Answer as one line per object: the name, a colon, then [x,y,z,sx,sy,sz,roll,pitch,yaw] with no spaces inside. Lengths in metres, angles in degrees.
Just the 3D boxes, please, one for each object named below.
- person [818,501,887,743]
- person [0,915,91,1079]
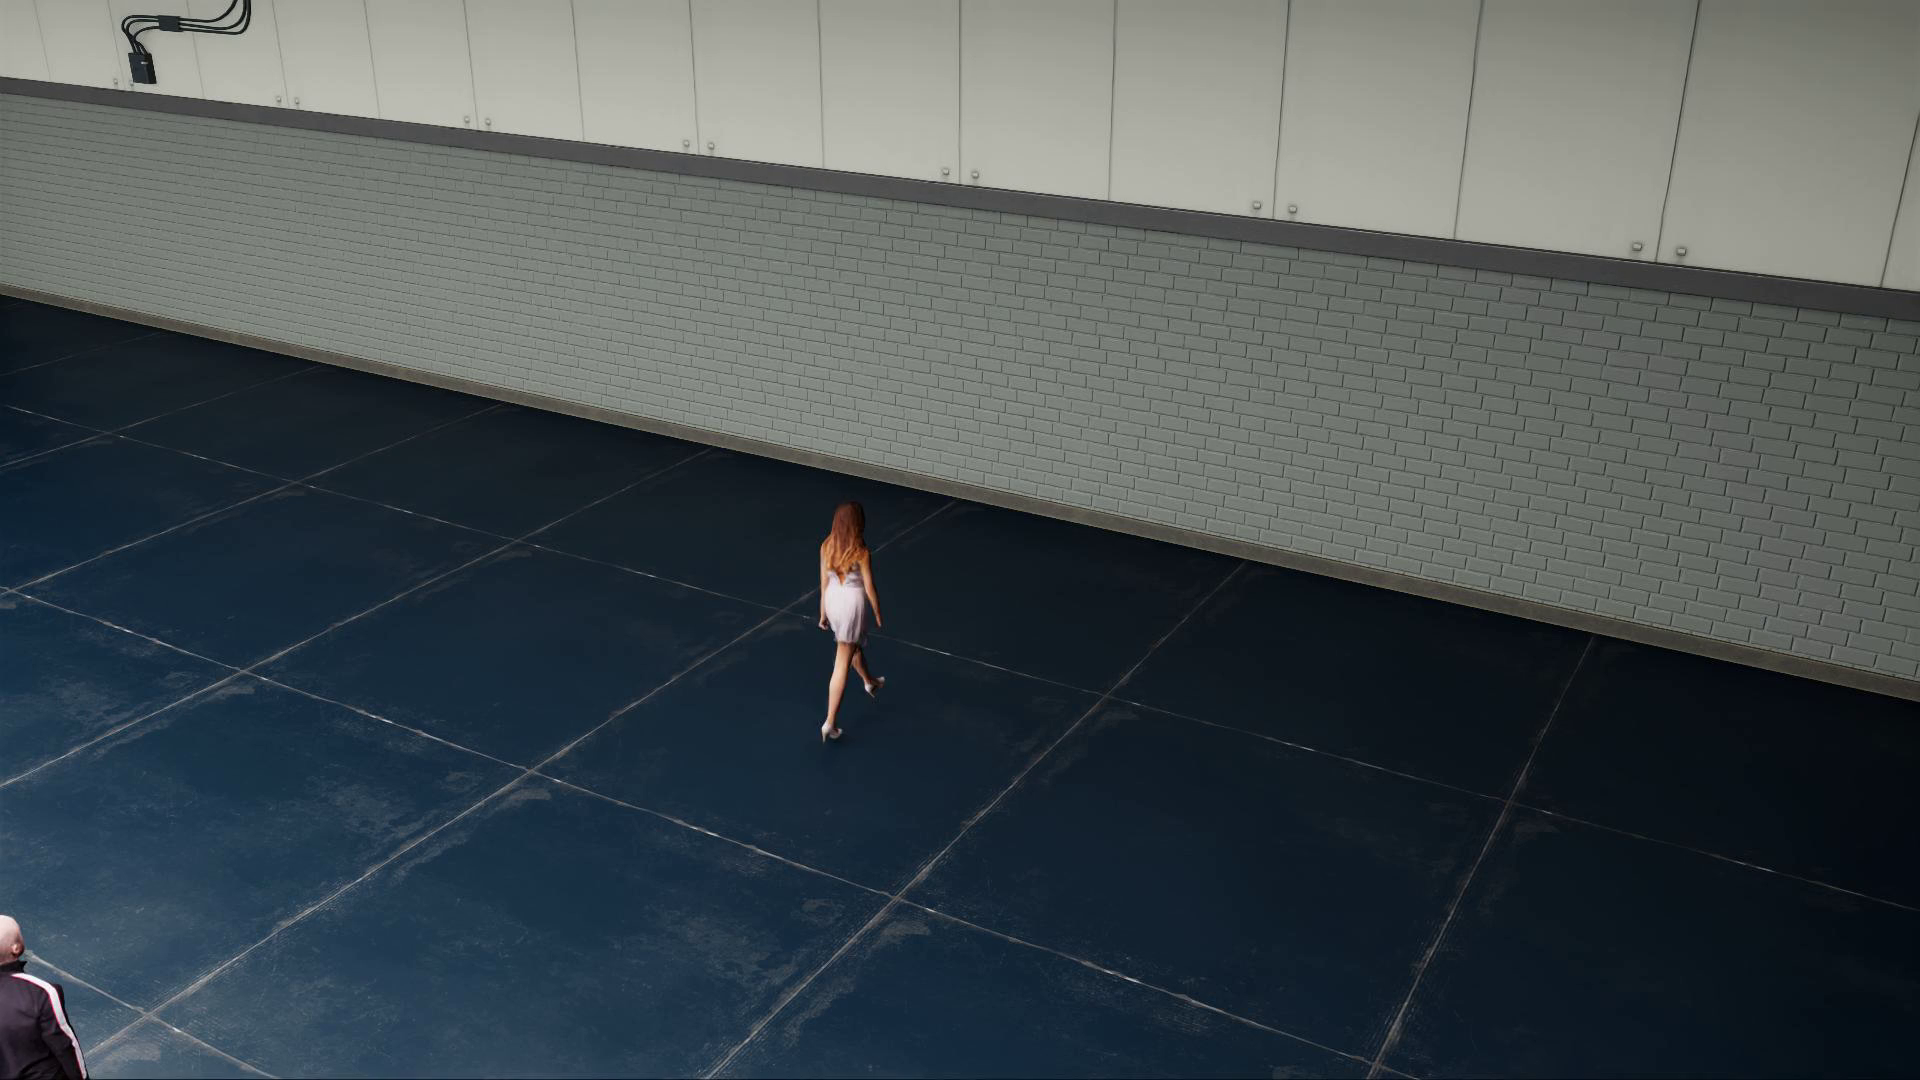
person: [-0.839,0.616,11.715,0.574,1.716,1.099,12,26,26]
person: [-4.051,2.445,7.262,0.768,1.835,0.759,0,23,0]
